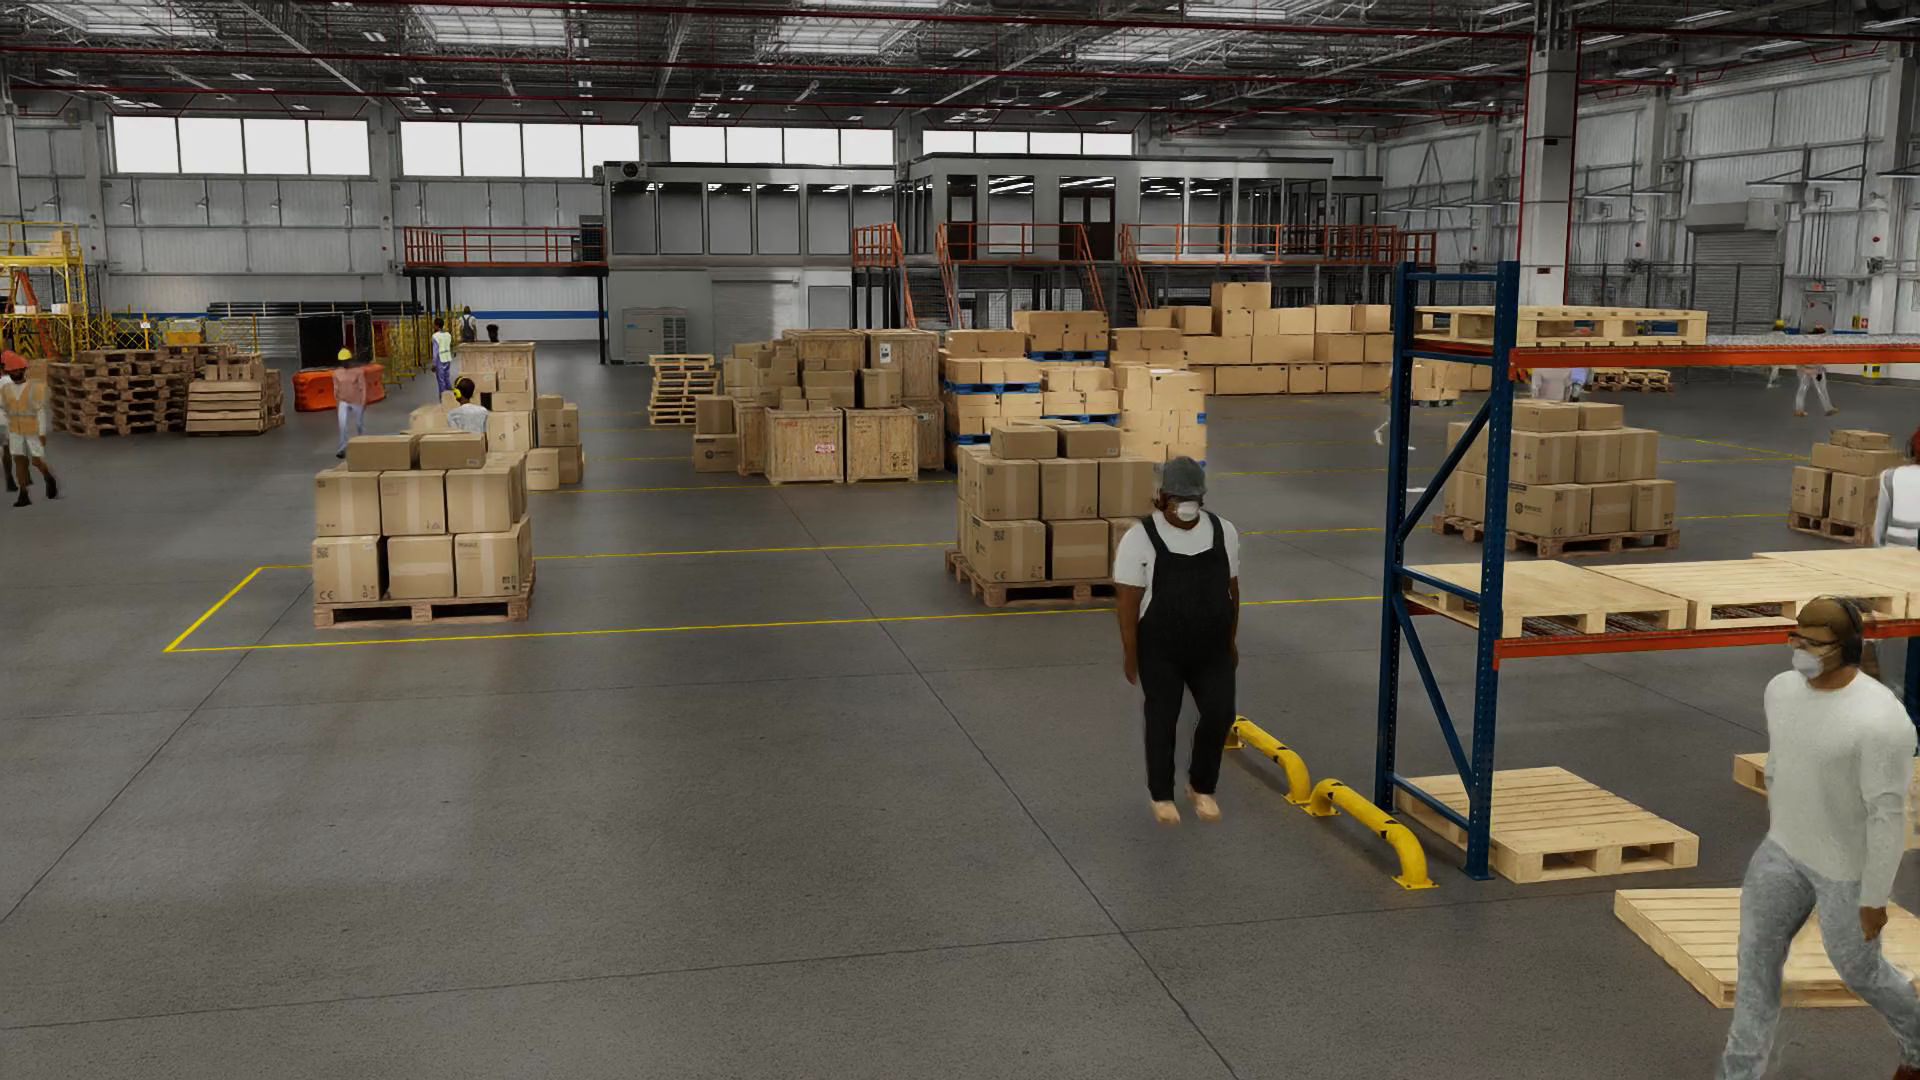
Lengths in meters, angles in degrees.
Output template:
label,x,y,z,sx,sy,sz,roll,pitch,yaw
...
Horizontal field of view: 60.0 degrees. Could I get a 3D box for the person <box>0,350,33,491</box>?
label,x,y,z,sx,sy,sz,roll,pitch,yaw
person,-12.836,-1.619,22.526,0.558,1.890,0.977,-3,10,-20

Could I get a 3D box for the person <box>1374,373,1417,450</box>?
label,x,y,z,sx,sy,sz,roll,pitch,yaw
person,7.235,-2.407,27.452,0.631,1.852,0.527,9,13,43

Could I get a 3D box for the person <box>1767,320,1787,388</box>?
label,x,y,z,sx,sy,sz,roll,pitch,yaw
person,20.449,-4.664,41.637,0.870,1.703,0.493,-7,12,-38

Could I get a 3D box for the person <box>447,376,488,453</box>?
label,x,y,z,sx,sy,sz,roll,pitch,yaw
person,-5.168,-0.779,17.448,0.328,1.872,0.514,6,11,33

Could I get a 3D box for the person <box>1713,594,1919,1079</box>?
label,x,y,z,sx,sy,sz,roll,pitch,yaw
person,3.102,1.114,5.841,0.983,1.904,0.645,-3,10,-16

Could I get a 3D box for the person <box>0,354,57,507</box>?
label,x,y,z,sx,sy,sz,roll,pitch,yaw
person,-11.807,-1.394,21.055,0.553,1.918,0.664,0,9,-2

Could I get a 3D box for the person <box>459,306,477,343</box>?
label,x,y,z,sx,sy,sz,roll,pitch,yaw
person,-14.803,-6.123,50.094,0.508,1.847,0.345,0,9,-2

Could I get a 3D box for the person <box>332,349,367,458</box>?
label,x,y,z,sx,sy,sz,roll,pitch,yaw
person,-9.671,-2.169,26.392,0.539,1.716,0.926,-1,9,-7

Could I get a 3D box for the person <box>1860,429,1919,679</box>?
label,x,y,z,sx,sy,sz,roll,pitch,yaw
person,6.900,0.106,12.098,0.849,1.860,0.581,-7,11,-36

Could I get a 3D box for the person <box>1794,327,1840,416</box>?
label,x,y,z,sx,sy,sz,roll,pitch,yaw
person,17.279,-3.377,33.489,0.932,1.795,0.658,-2,10,-11

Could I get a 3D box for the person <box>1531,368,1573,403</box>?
label,x,y,z,sx,sy,sz,roll,pitch,yaw
person,8.684,-1.925,24.358,0.659,1.884,1.012,-1,9,-4

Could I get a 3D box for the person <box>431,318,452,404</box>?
label,x,y,z,sx,sy,sz,roll,pitch,yaw
person,-11.151,-3.815,35.798,0.390,1.922,0.591,3,10,16

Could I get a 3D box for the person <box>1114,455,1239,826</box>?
label,x,y,z,sx,sy,sz,roll,pitch,yaw
person,1.189,0.537,8.902,0.710,2.000,0.545,-2,9,-11

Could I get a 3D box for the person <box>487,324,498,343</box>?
label,x,y,z,sx,sy,sz,roll,pitch,yaw
person,-8.766,-3.084,31.306,0.634,1.921,0.971,-1,9,-3

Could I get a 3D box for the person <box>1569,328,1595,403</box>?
label,x,y,z,sx,sy,sz,roll,pitch,yaw
person,11.388,-2.954,30.672,0.573,1.875,0.754,5,10,27
